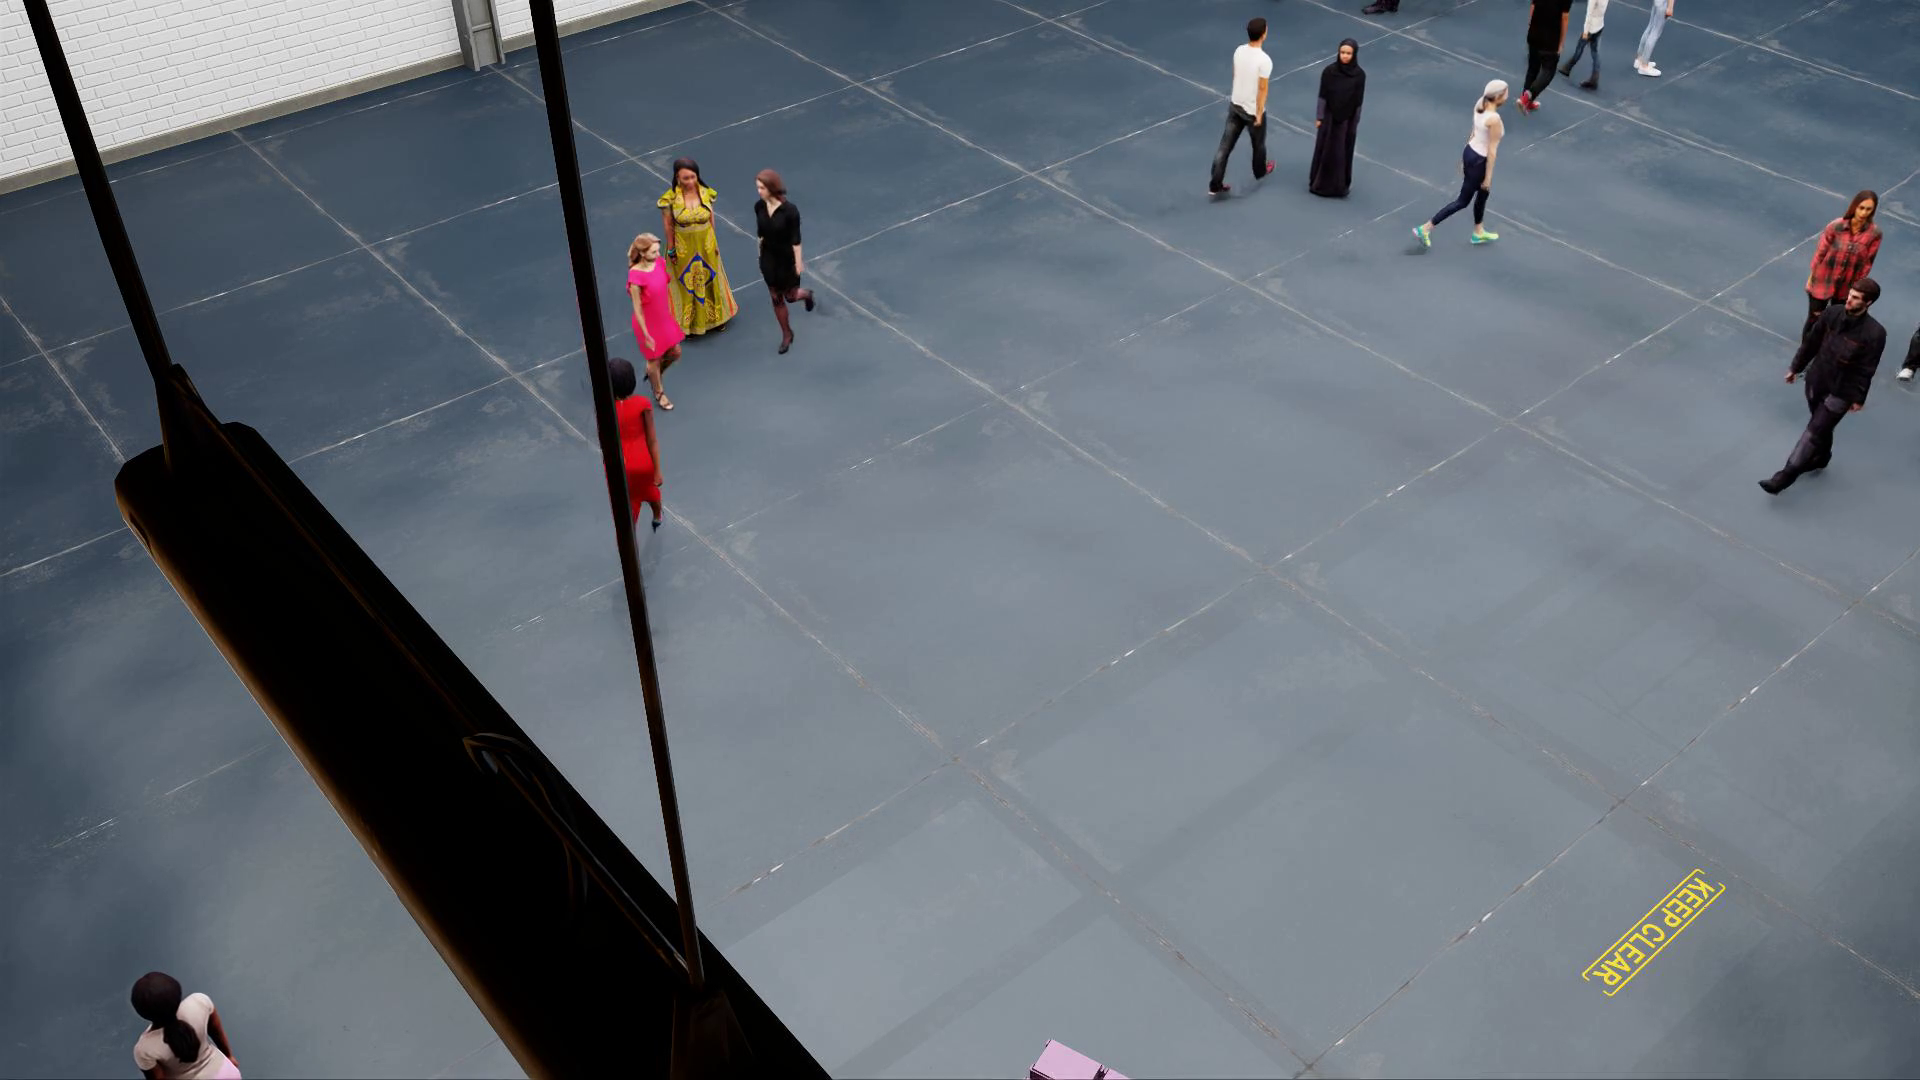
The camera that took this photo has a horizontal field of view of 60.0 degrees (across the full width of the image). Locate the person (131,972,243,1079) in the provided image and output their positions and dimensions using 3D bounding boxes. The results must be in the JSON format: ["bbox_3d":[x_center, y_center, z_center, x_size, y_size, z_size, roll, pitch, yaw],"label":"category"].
[{"bbox_3d":[-3.610,2.618,7.924,0.694,1.741,0.568,19,42,22],"label":"person"}]

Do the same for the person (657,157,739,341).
[{"bbox_3d":[-2.326,-2.549,14.460,0.754,1.659,0.948,-21,43,-24],"label":"person"}]

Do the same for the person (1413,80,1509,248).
[{"bbox_3d":[4.760,-3.485,15.623,1.223,1.670,1.012,-5,39,-6],"label":"person"}]

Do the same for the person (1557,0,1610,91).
[{"bbox_3d":[7.184,-5.711,18.719,0.833,1.284,0.595,-25,45,-28],"label":"person"}]

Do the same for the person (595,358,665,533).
[{"bbox_3d":[-2.346,-0.445,11.798,1.112,1.693,1.104,-1,39,-1],"label":"person"}]

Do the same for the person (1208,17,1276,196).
[{"bbox_3d":[2.778,-4.255,16.518,1.164,1.756,0.700,-32,48,-33],"label":"person"}]

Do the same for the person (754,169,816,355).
[{"bbox_3d":[-1.493,-2.426,14.286,0.784,1.683,0.933,17,42,20],"label":"person"}]

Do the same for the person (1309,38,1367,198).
[{"bbox_3d":[3.792,-4.223,16.594,0.728,1.612,0.766,11,40,13],"label":"person"}]

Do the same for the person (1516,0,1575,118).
[{"bbox_3d":[6.267,-5.397,17.958,0.859,1.743,0.628,-28,46,-30],"label":"person"}]

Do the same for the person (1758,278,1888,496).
[{"bbox_3d":[6.700,-1.180,12.639,1.224,1.792,0.971,-14,41,-17],"label":"person"}]

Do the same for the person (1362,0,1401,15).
[{"bbox_3d":[5.399,-7.374,20.315,0.916,1.891,0.859,2,39,2],"label":"person"}]

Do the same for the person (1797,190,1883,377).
[{"bbox_3d":[7.353,-2.196,13.993,0.800,1.690,0.908,14,41,17],"label":"person"}]

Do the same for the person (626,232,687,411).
[{"bbox_3d":[-2.555,-1.783,13.464,0.781,1.703,0.723,20,43,23],"label":"person"}]

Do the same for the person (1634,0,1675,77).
[{"bbox_3d":[8.027,-6.167,18.955,0.737,1.703,0.674,3,39,4],"label":"person"}]
